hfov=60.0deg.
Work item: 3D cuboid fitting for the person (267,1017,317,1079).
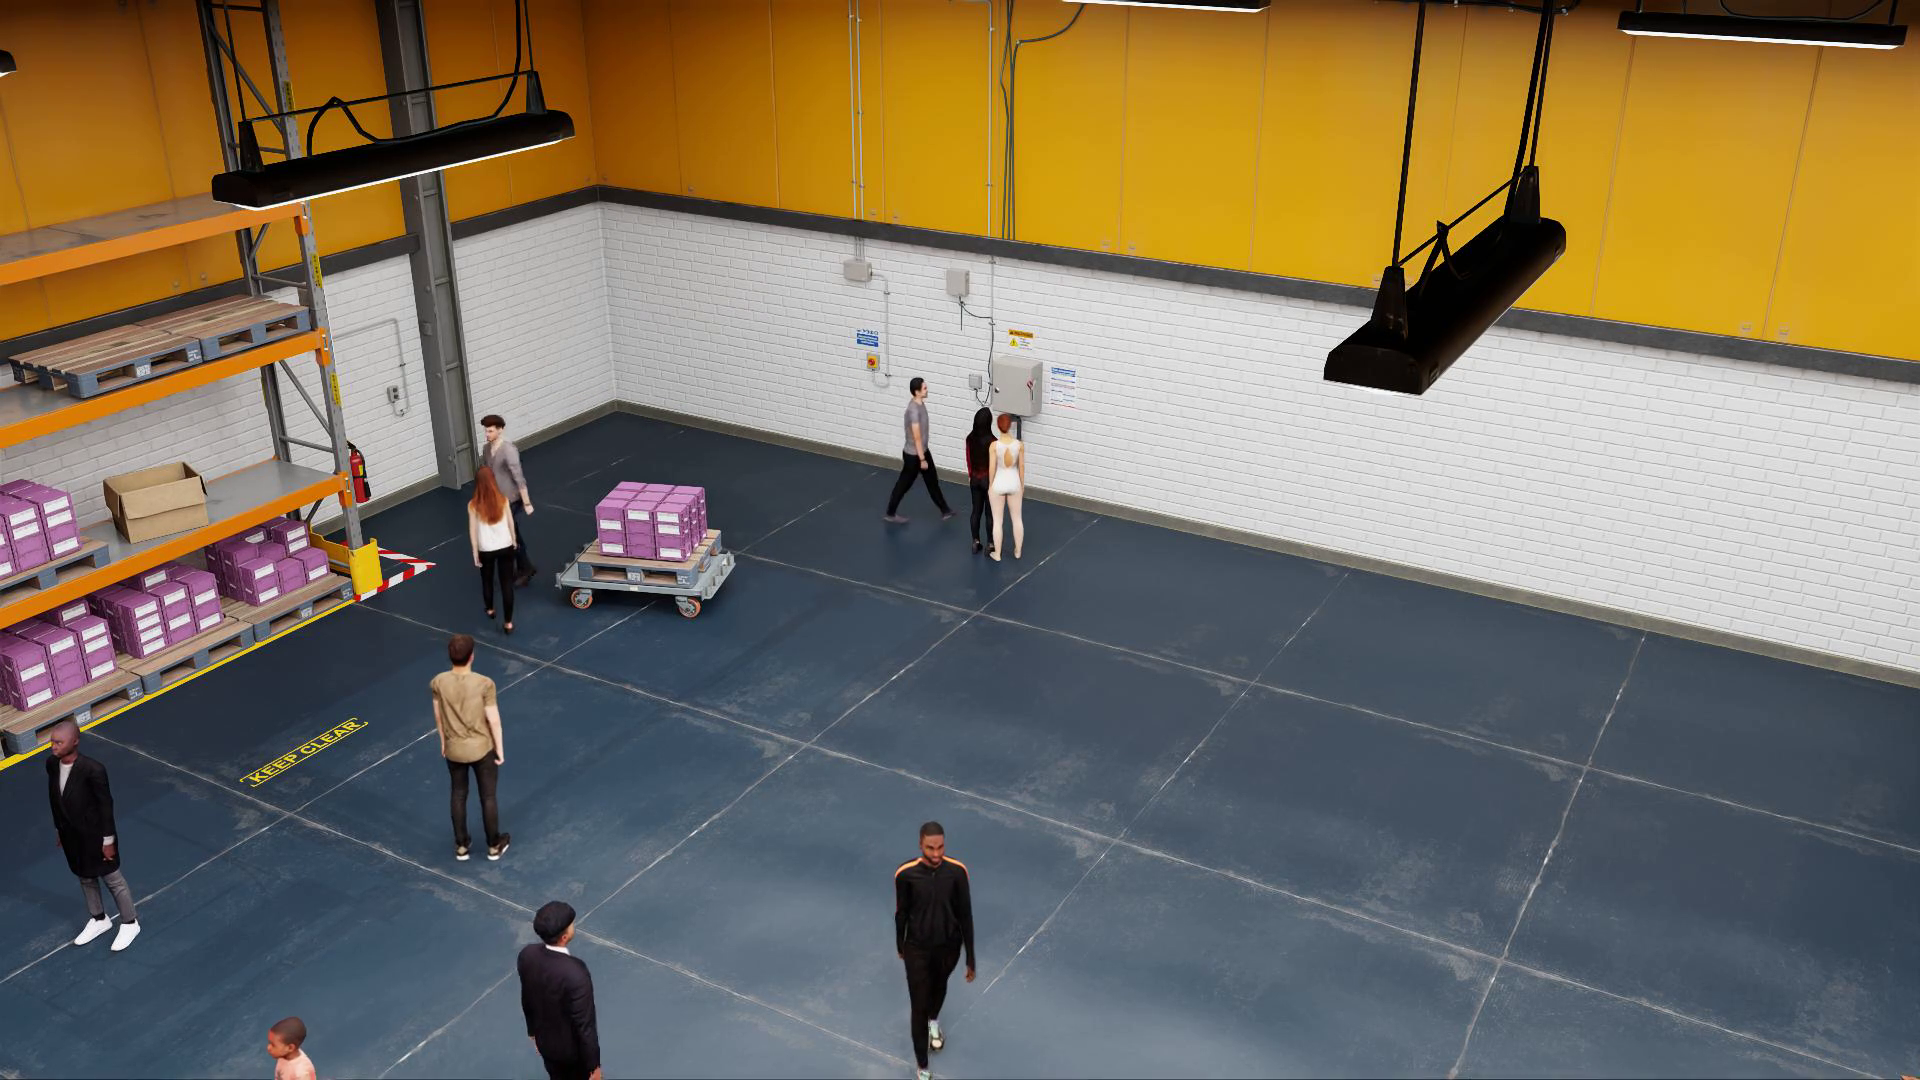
[{"bbox_3d":[-3.684,3.250,9.484,0.728,1.300,0.603,-19,30,-36],"label":"person"}]

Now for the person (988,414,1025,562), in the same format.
[{"bbox_3d":[0.492,-0.566,17.784,0.608,1.643,0.662,-6,24,-13],"label":"person"}]

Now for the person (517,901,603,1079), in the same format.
[{"bbox_3d":[-2.330,2.968,9.540,0.768,1.772,0.960,17,29,34],"label":"person"}]

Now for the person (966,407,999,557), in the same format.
[{"bbox_3d":[0.259,-0.628,17.907,0.576,1.658,0.492,13,27,28],"label":"person"}]

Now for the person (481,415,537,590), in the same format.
[{"bbox_3d":[-4.571,-0.418,17.140,0.818,1.889,0.806,-17,29,-34],"label":"person"}]

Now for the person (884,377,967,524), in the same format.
[{"bbox_3d":[-0.566,-0.966,18.617,1.024,1.708,1.187,2,24,6],"label":"person"}]

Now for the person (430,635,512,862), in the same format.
[{"bbox_3d":[-3.730,1.581,12.619,0.745,1.846,0.731,1,24,3],"label":"person"}]

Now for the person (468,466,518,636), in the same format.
[{"bbox_3d":[-4.485,0.128,16.121,0.914,1.703,0.952,-8,25,-17],"label":"person"}]

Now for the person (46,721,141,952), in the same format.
[{"bbox_3d":[-6.100,2.048,11.656,0.695,1.762,0.645,6,24,13],"label":"person"}]

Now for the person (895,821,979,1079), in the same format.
[{"bbox_3d":[-0.185,2.519,10.561,1.040,1.777,1.135,-4,24,-10],"label":"person"}]
